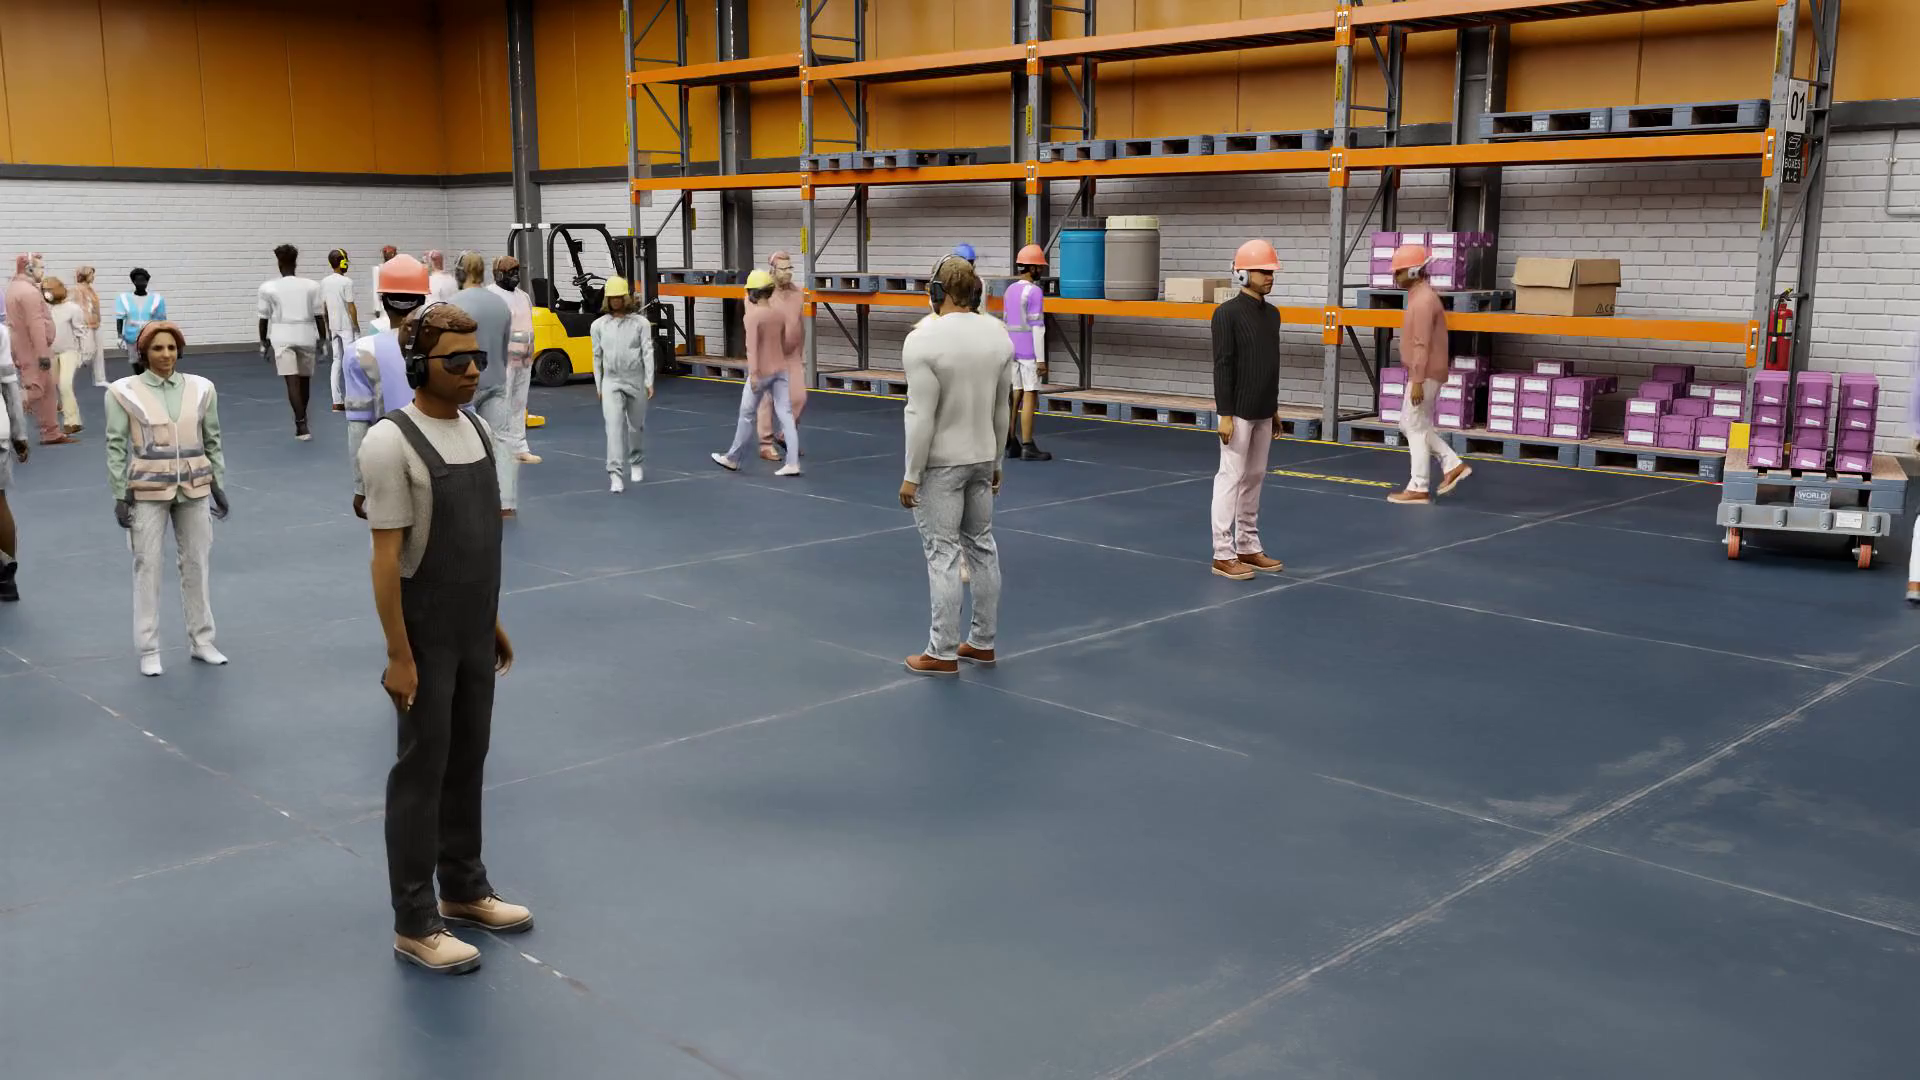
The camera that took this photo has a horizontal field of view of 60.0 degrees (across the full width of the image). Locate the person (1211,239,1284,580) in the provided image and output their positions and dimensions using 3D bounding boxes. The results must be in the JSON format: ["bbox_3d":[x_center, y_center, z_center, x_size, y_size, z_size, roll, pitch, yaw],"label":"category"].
[{"bbox_3d":[1.719,-0.775,9.892,0.376,1.995,0.609,9,14,41],"label":"person"}]

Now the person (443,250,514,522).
[{"bbox_3d":[-3.506,-1.084,11.808,0.831,1.906,0.651,6,12,28],"label":"person"}]

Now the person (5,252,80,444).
[{"bbox_3d":[-8.951,-1.803,15.873,0.792,1.876,0.650,-8,13,-37],"label":"person"}]

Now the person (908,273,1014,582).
[{"bbox_3d":[0.003,-0.670,9.789,0.650,1.828,0.484,-3,11,-14],"label":"person"}]

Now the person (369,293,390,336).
[{"bbox_3d":[-4.590,-1.291,13.709,0.547,1.620,0.529,9,14,41],"label":"person"}]

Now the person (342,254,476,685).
[{"bbox_3d":[-2.433,-0.291,7.413,0.551,1.937,0.357,-4,11,-23],"label":"person"}]

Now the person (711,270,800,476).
[{"bbox_3d":[-1.698,-1.404,14.034,0.894,1.719,0.547,7,13,35],"label":"person"}]

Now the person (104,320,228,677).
[{"bbox_3d":[-3.672,-0.198,7.727,0.310,1.636,0.522,10,14,44],"label":"person"}]

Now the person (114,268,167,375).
[{"bbox_3d":[-9.535,-2.347,19.404,0.535,1.660,0.876,-4,11,-20],"label":"person"}]

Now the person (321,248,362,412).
[{"bbox_3d":[-7.060,-2.390,19.069,0.512,1.862,0.328,5,12,27],"label":"person"}]

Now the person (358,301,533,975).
[{"bbox_3d":[-1.434,0.264,4.641,0.326,1.843,0.517,3,11,17],"label":"person"}]

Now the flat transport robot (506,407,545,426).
[{"bbox_3d":[-5.111,-1.264,17.264,1.431,0.197,0.652,-10,14,-44],"label":"flat transport robot"}]

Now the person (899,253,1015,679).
[{"bbox_3d":[-0.027,-0.333,7.639,0.636,1.939,0.364,-10,14,-44],"label":"person"}]

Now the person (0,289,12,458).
[{"bbox_3d":[-8.811,-1.646,14.857,0.586,1.917,0.380,-10,14,-43],"label":"person"}]

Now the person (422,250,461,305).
[{"bbox_3d":[-5.830,-2.287,18.531,1.006,1.853,0.645,2,11,13],"label":"person"}]

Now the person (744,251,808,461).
[{"bbox_3d":[-1.644,-1.638,14.935,0.657,1.883,0.459,-8,13,-39],"label":"person"}]

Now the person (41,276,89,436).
[{"bbox_3d":[-9.102,-1.835,16.739,0.505,1.607,0.723,1,10,4],"label":"person"}]

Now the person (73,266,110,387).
[{"bbox_3d":[-11.630,-2.826,22.091,0.545,1.621,0.529,-1,10,-5],"label":"person"}]

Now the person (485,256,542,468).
[{"bbox_3d":[-3.941,-1.561,14.603,0.429,1.844,0.626,4,11,23],"label":"person"}]

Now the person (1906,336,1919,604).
[{"bbox_3d":[5.508,-0.576,9.057,0.840,1.911,0.647,-7,13,-34],"label":"person"}]

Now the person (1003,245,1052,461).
[{"bbox_3d":[0.617,-1.681,14.994,0.376,1.936,0.549,-6,12,-29],"label":"person"}]

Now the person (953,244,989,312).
[{"bbox_3d":[0.049,-2.107,17.322,0.468,1.927,0.622,9,14,42],"label":"person"}]

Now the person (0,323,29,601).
[{"bbox_3d":[-5.375,-0.576,9.048,0.590,1.910,0.626,7,12,33],"label":"person"}]

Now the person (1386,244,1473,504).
[{"bbox_3d":[3.498,-1.238,12.530,0.617,1.961,0.624,2,11,10],"label":"person"}]

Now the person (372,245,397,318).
[{"bbox_3d":[-8.669,-3.537,25.295,0.447,1.871,0.597,4,11,23],"label":"person"}]

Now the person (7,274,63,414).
[{"bbox_3d":[-10.463,-2.205,18.745,0.750,1.597,0.525,7,12,32],"label":"person"}]

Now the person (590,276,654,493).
[{"bbox_3d":[-2.711,-1.270,13.393,0.487,1.702,0.891,-2,11,-12],"label":"person"}]

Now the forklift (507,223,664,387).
[{"bbox_3d":[-5.316,-3.263,22.920,2.313,2.155,1.214,-10,14,-44],"label":"forklift"}]

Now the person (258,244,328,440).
[{"bbox_3d":[-6.685,-1.977,16.624,0.617,1.918,0.990,-7,12,-33],"label":"person"}]
